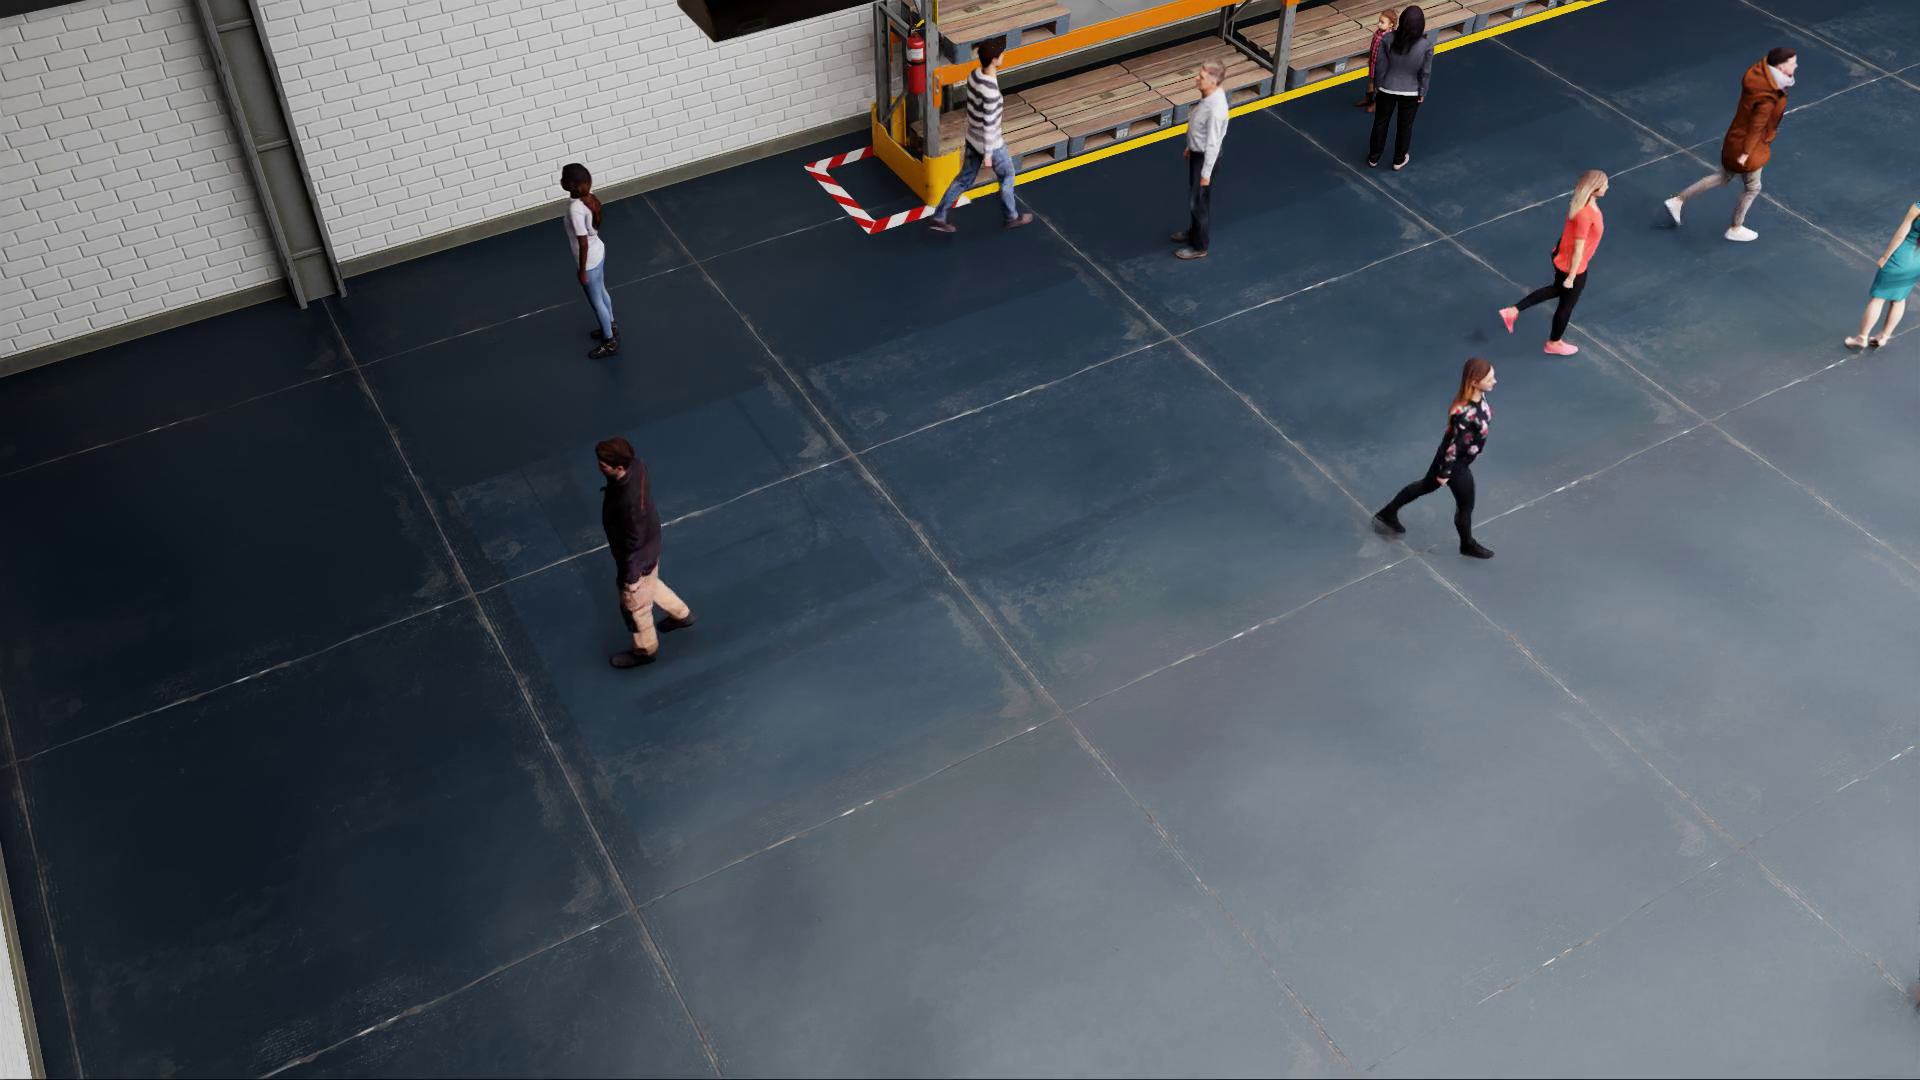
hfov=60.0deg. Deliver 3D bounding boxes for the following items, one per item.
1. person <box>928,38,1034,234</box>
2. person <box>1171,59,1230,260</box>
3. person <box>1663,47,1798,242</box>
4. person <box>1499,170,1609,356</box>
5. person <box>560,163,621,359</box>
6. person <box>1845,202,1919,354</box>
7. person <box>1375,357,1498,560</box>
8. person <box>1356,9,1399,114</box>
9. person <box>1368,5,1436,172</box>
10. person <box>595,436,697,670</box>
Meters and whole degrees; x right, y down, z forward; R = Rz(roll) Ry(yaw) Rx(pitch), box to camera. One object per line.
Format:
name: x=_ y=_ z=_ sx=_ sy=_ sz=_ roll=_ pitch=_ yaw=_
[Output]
person: x=0.110 y=-3.402 z=14.334 sx=1.208 sy=1.800 sz=0.710 roll=-18 pitch=47 yaw=-18
person: x=2.102 y=-3.271 z=14.184 sx=0.748 sy=1.819 sz=0.751 roll=-1 pitch=44 yaw=-1
person: x=6.691 y=-3.413 z=14.337 sx=1.198 sy=1.812 sz=1.056 roll=3 pitch=44 yaw=3
person: x=4.732 y=-2.195 z=13.153 sx=1.010 sy=1.681 sz=0.910 roll=6 pitch=44 yaw=6
person: x=-2.929 y=-2.219 z=13.151 sx=0.668 sy=1.719 sz=0.665 roll=-2 pitch=44 yaw=-2
person: x=7.490 y=-2.202 z=13.156 sx=0.522 sy=1.688 sz=0.666 roll=-7 pitch=44 yaw=-7
person: x=3.335 y=-0.582 z=11.487 sx=1.088 sy=1.645 sz=1.090 roll=15 pitch=46 yaw=15
person: x=4.107 y=-4.697 z=16.258 sx=0.440 sy=1.022 sz=0.425 roll=-20 pitch=47 yaw=-20
person: x=4.040 y=-4.158 z=15.275 sx=0.803 sy=1.597 sz=0.849 roll=16 pitch=46 yaw=16
person: x=-2.011 y=0.058 z=10.619 sx=0.974 sy=1.916 sz=0.907 roll=-6 pitch=44 yaw=-7
